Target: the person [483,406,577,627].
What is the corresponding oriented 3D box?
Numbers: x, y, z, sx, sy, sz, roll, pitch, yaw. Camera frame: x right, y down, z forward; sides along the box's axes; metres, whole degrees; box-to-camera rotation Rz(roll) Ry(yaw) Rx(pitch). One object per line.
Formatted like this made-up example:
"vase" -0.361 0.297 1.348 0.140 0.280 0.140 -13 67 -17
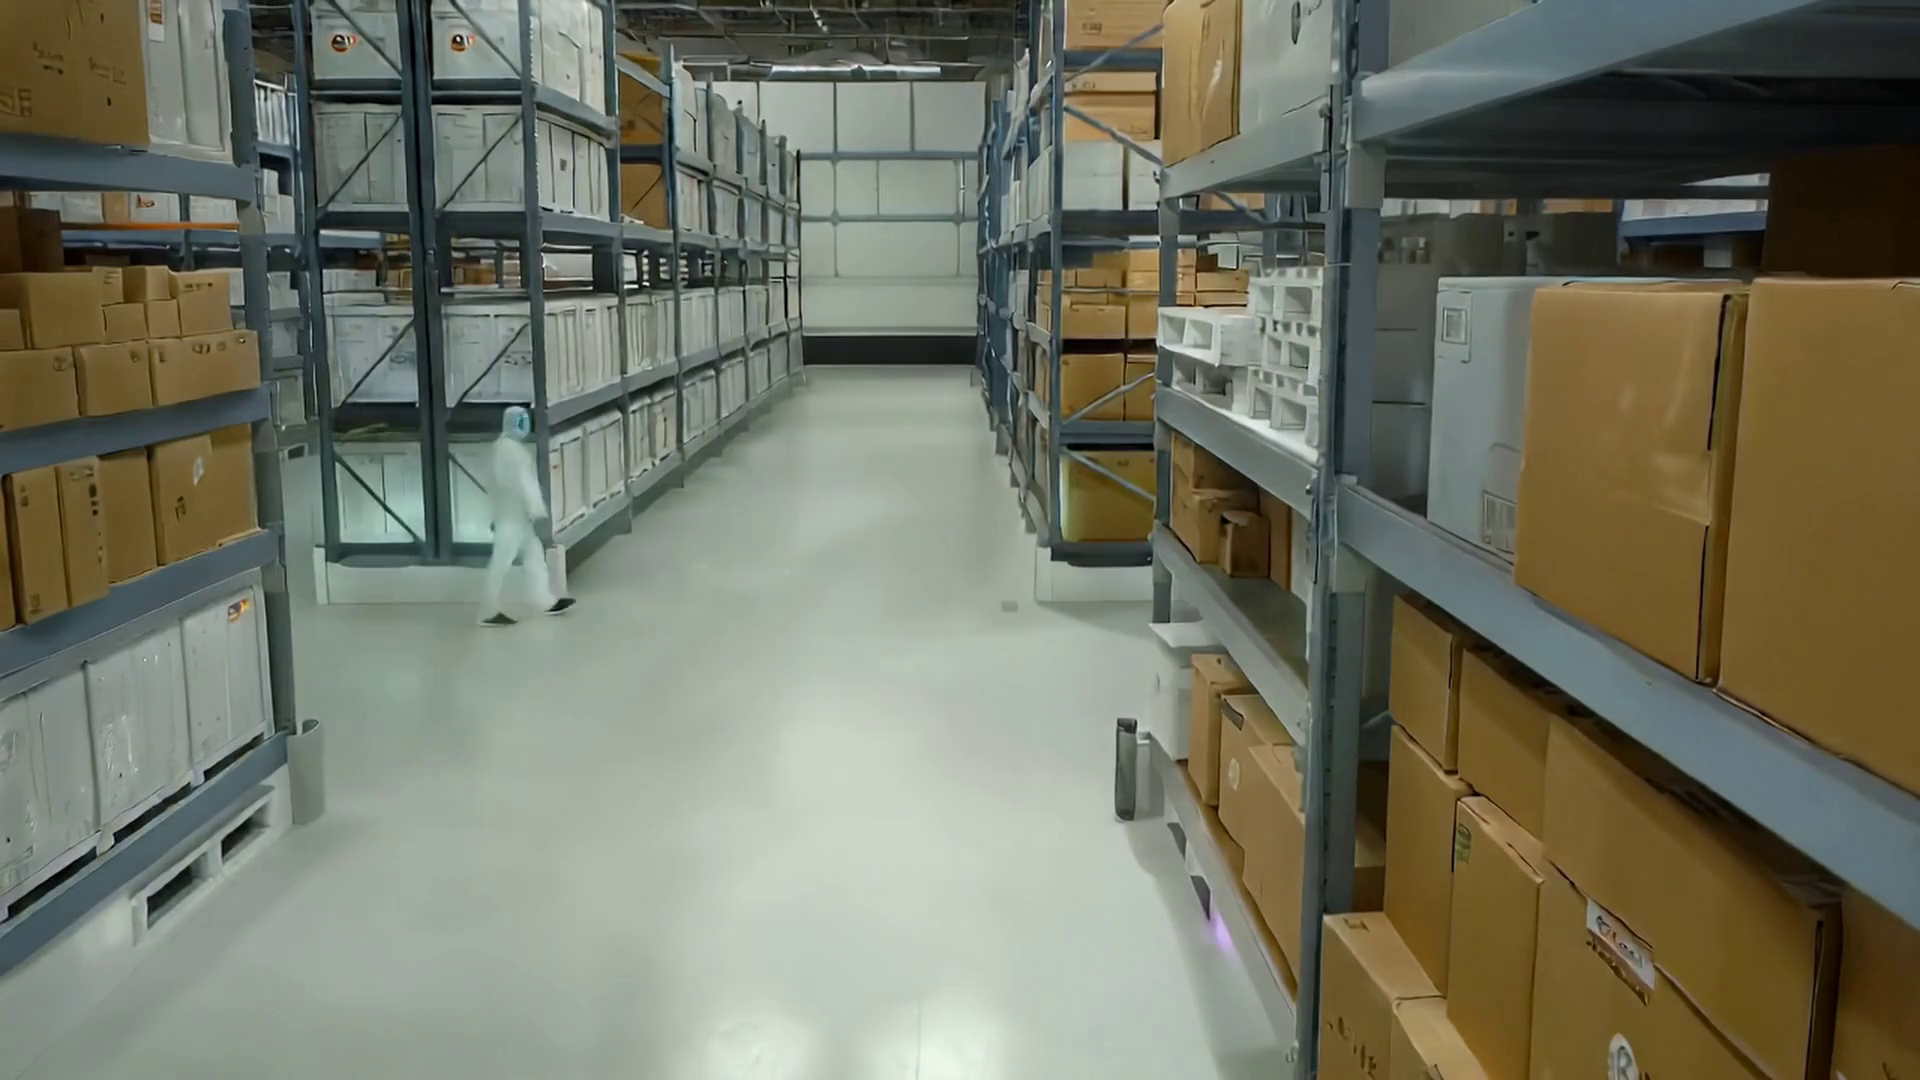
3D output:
"person" -3.693 -0.207 14.228 0.946 1.858 0.669 -4 10 -25
